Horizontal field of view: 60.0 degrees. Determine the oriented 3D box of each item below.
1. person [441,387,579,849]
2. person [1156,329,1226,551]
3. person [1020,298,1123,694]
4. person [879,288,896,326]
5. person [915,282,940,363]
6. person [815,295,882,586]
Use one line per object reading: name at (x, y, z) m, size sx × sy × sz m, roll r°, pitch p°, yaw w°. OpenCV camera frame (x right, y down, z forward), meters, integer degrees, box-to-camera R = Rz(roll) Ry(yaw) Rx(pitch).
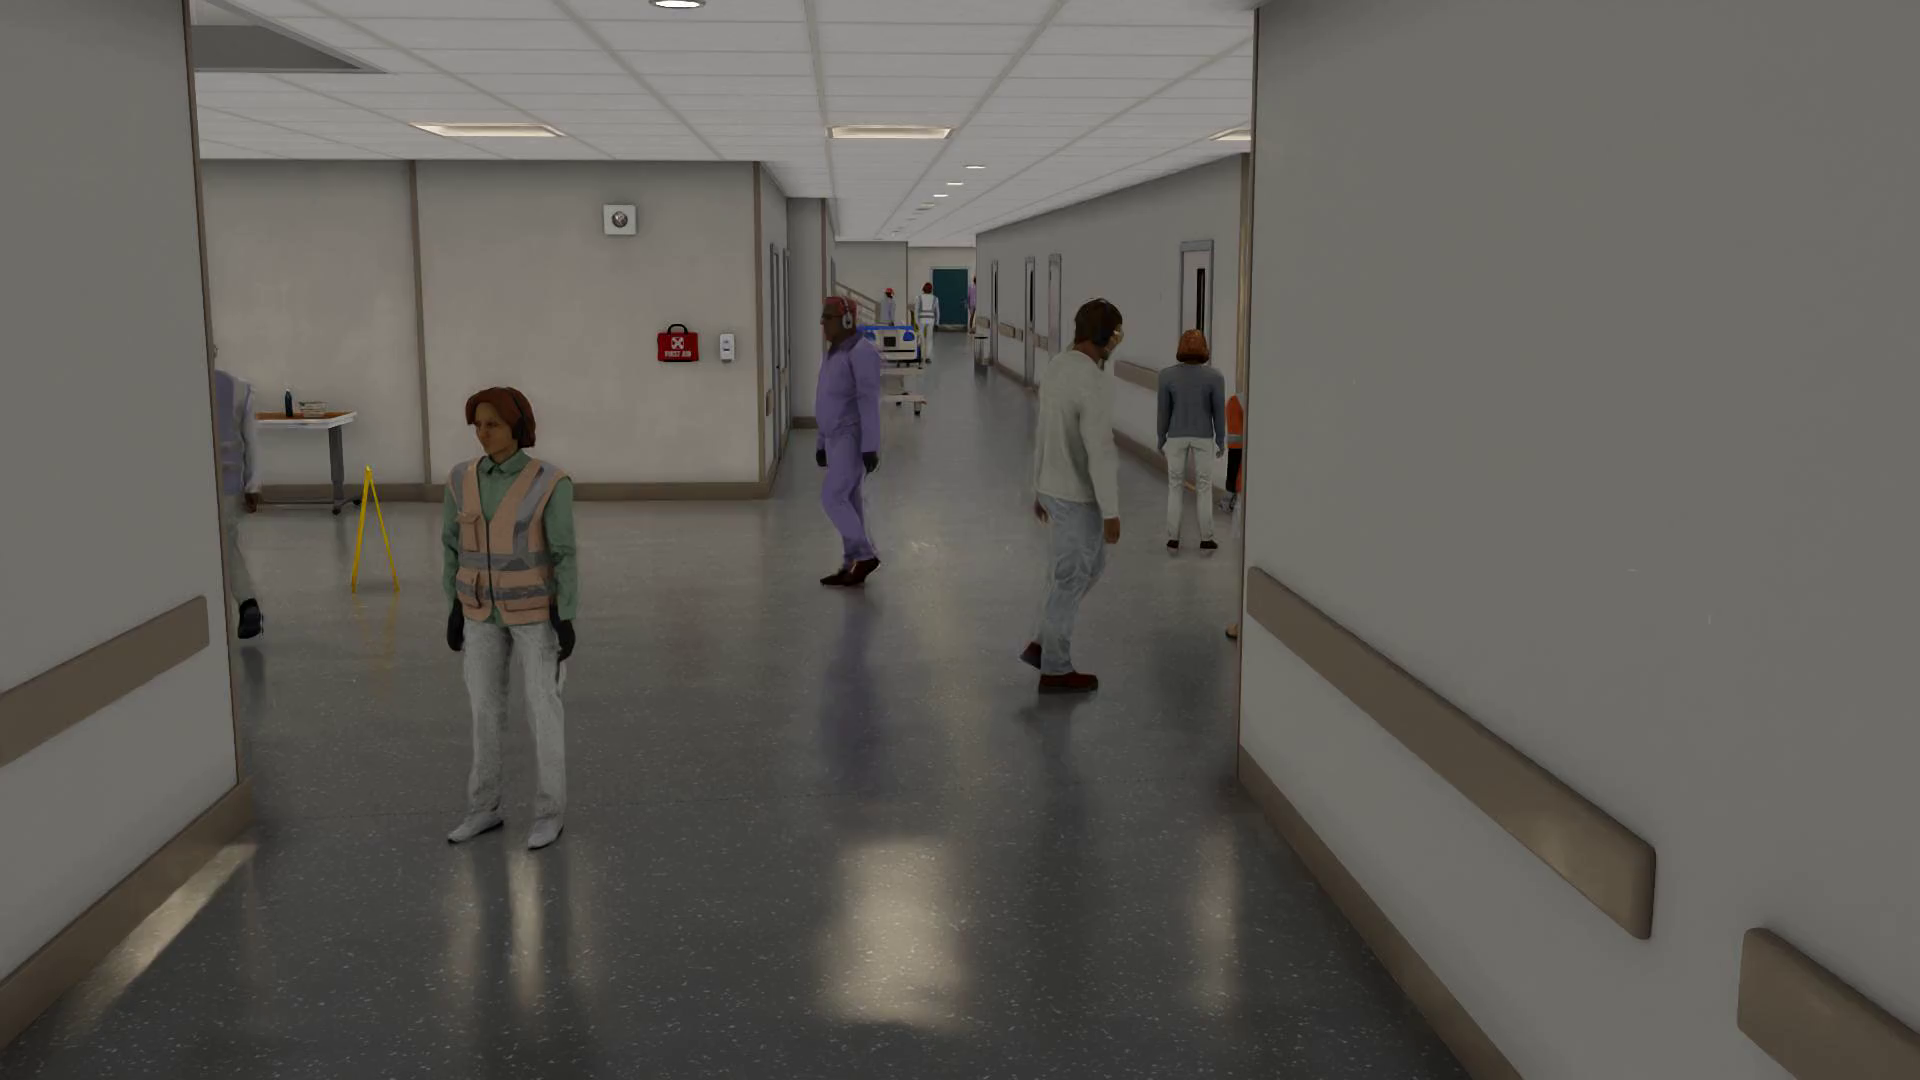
person at (-1.590, 0.274, 5.898) m, size 0.517 × 1.639 × 0.312 m, roll 3°, pitch 9°, yaw 16°
person at (1.695, -0.730, 12.216) m, size 0.507 × 1.631 × 0.268 m, roll 2°, pitch 9°, yaw 14°
person at (0.567, -0.192, 7.951) m, size 0.438 × 1.915 × 0.664 m, roll -3°, pitch 9°, yaw -17°
person at (-1.856, -5.599, 42.585) m, size 0.590 × 1.699 × 0.921 m, roll 7°, pitch 11°, yaw 38°
person at (-0.762, -5.033, 38.526) m, size 0.595 × 1.848 × 0.707 m, roll -1°, pitch 9°, yaw -7°
person at (-0.764, -0.630, 10.769) m, size 0.432 × 1.891 × 0.678 m, roll -4°, pitch 10°, yaw -24°
